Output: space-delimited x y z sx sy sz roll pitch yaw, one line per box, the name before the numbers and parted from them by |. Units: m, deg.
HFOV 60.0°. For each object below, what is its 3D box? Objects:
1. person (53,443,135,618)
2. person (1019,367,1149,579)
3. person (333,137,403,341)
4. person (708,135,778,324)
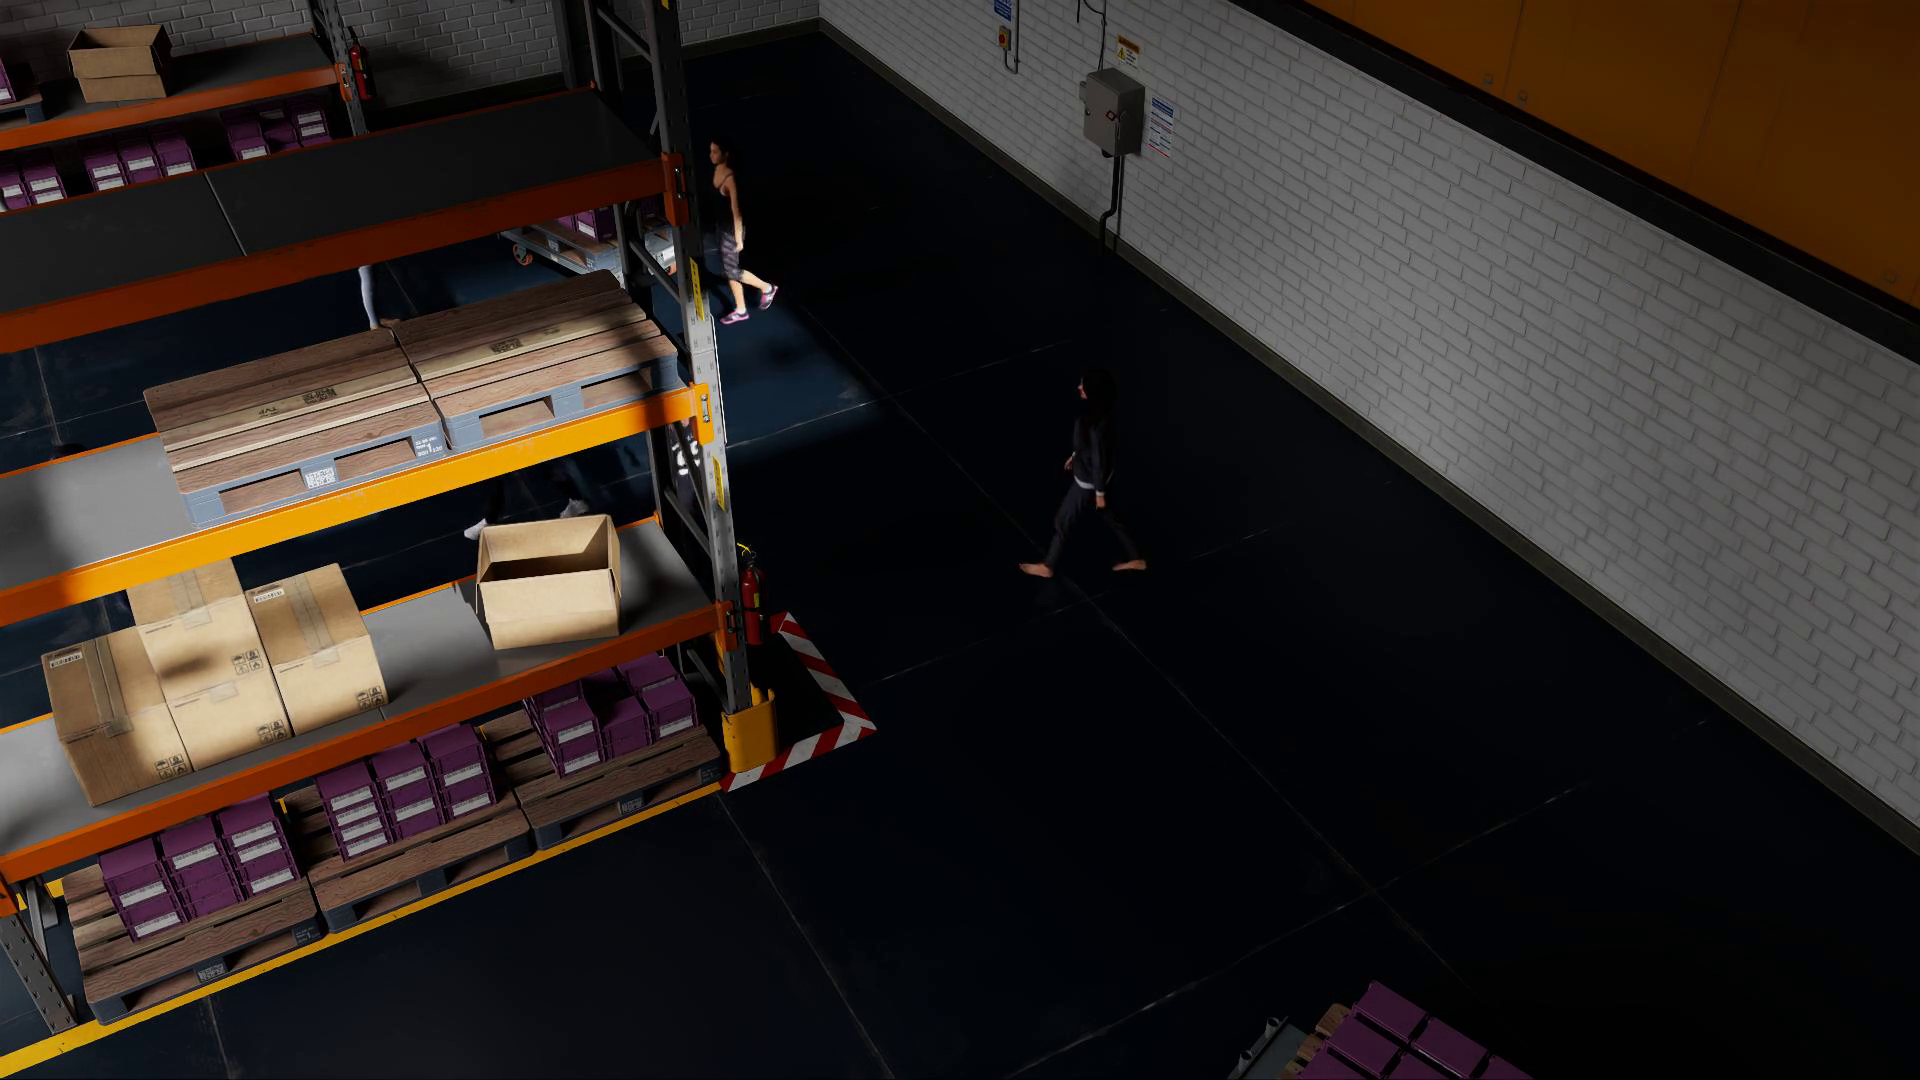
person | -5.361 0.125 10.588 0.573 1.795 0.620 -10 40 -13
person | 0.994 -0.418 11.322 1.185 1.727 1.085 7 39 8
person | -5.000 -2.511 13.889 0.580 1.794 0.633 -11 40 -13
person | -1.857 -2.639 14.115 0.769 1.713 0.591 -16 41 -19
